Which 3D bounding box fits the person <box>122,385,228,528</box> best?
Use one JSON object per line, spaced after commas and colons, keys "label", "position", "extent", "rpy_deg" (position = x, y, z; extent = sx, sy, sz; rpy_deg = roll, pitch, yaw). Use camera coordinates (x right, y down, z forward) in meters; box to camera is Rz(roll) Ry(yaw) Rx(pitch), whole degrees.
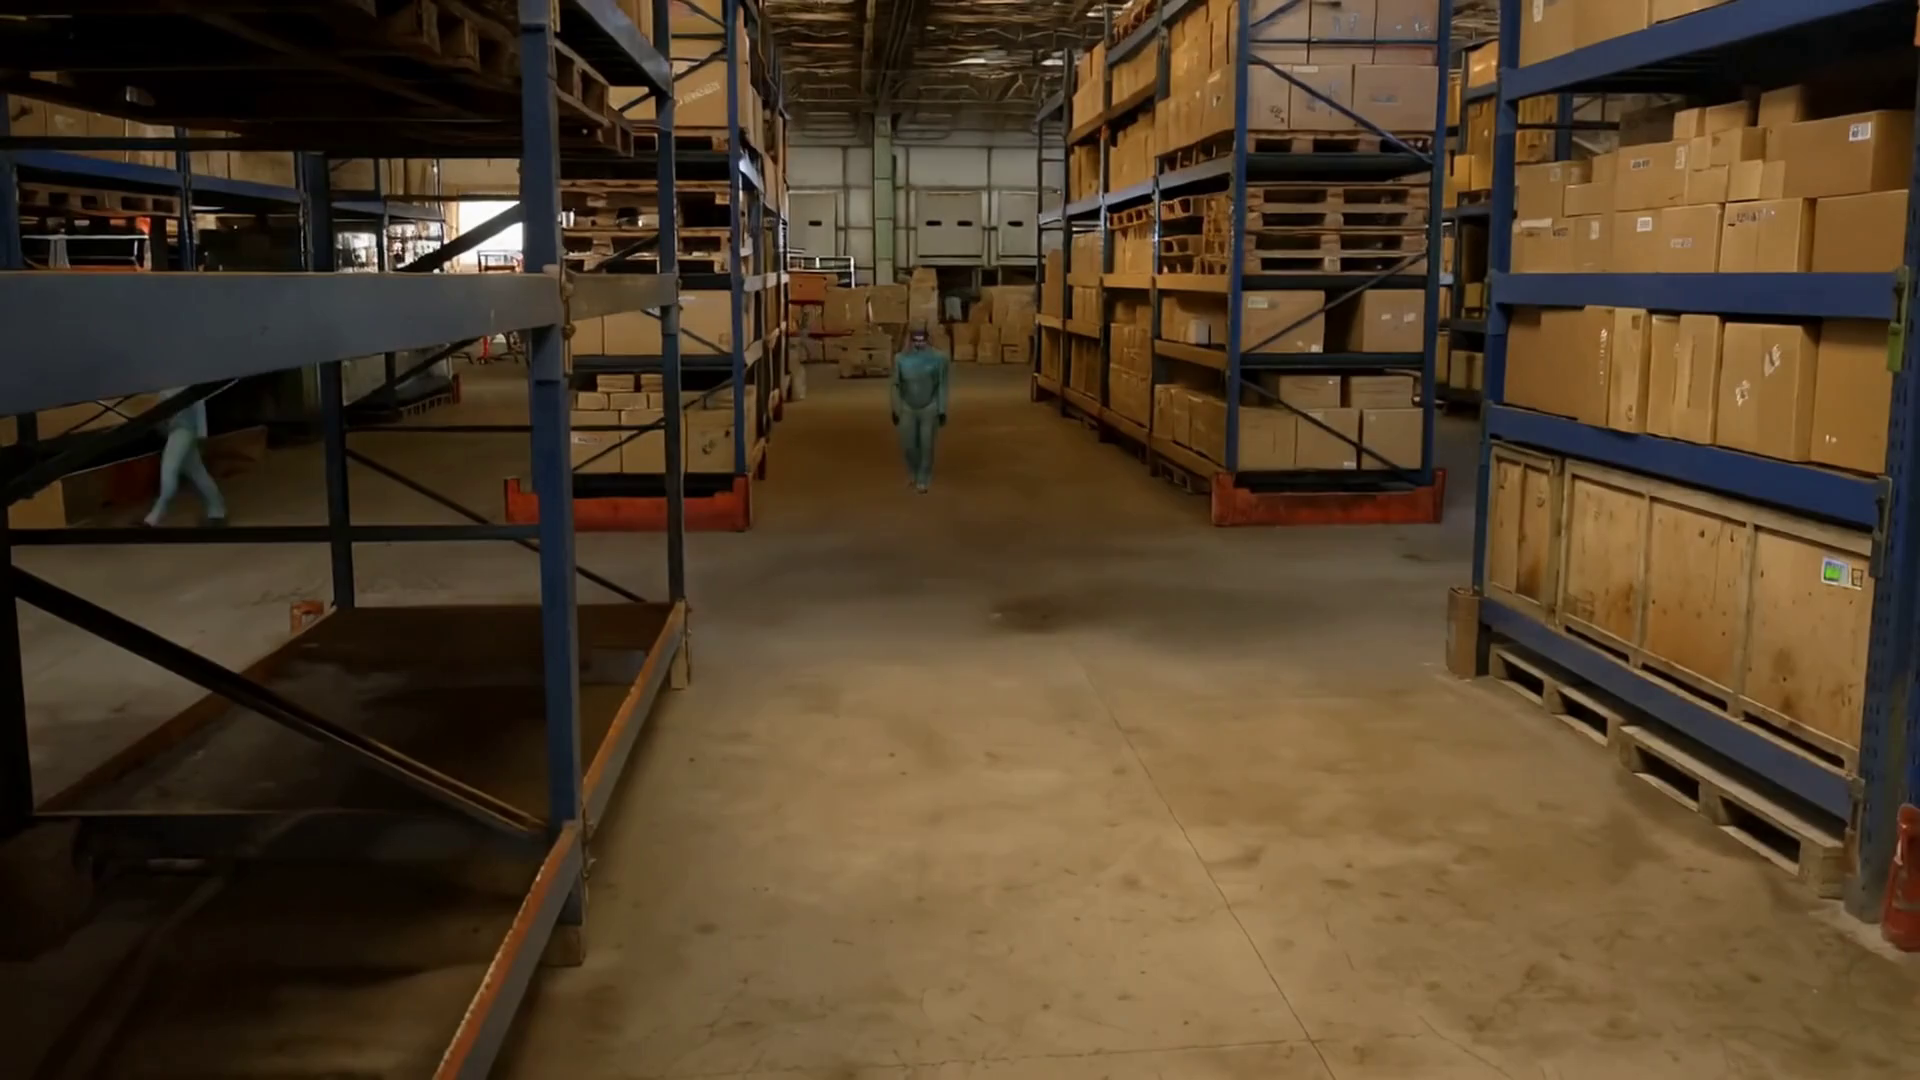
{"label": "person", "position": [-7.280, -0.972, 15.321], "extent": [0.645, 1.880, 1.055], "rpy_deg": [8, 12, 41]}

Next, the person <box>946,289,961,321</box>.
{"label": "person", "position": [-0.254, -8.163, 60.420], "extent": [0.623, 1.918, 0.479], "rpy_deg": [4, 10, 23]}

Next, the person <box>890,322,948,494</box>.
{"label": "person", "position": [-0.456, -1.453, 18.367], "extent": [0.646, 1.893, 0.429], "rpy_deg": [1, 9, 7]}

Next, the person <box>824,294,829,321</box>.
{"label": "person", "position": [-3.954, -6.535, 50.406], "extent": [0.345, 1.846, 0.506], "rpy_deg": [2, 9, 13]}

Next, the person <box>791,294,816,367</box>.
{"label": "person", "position": [-4.220, -5.488, 43.692], "extent": [0.957, 1.891, 0.568], "rpy_deg": [0, 9, -1]}
